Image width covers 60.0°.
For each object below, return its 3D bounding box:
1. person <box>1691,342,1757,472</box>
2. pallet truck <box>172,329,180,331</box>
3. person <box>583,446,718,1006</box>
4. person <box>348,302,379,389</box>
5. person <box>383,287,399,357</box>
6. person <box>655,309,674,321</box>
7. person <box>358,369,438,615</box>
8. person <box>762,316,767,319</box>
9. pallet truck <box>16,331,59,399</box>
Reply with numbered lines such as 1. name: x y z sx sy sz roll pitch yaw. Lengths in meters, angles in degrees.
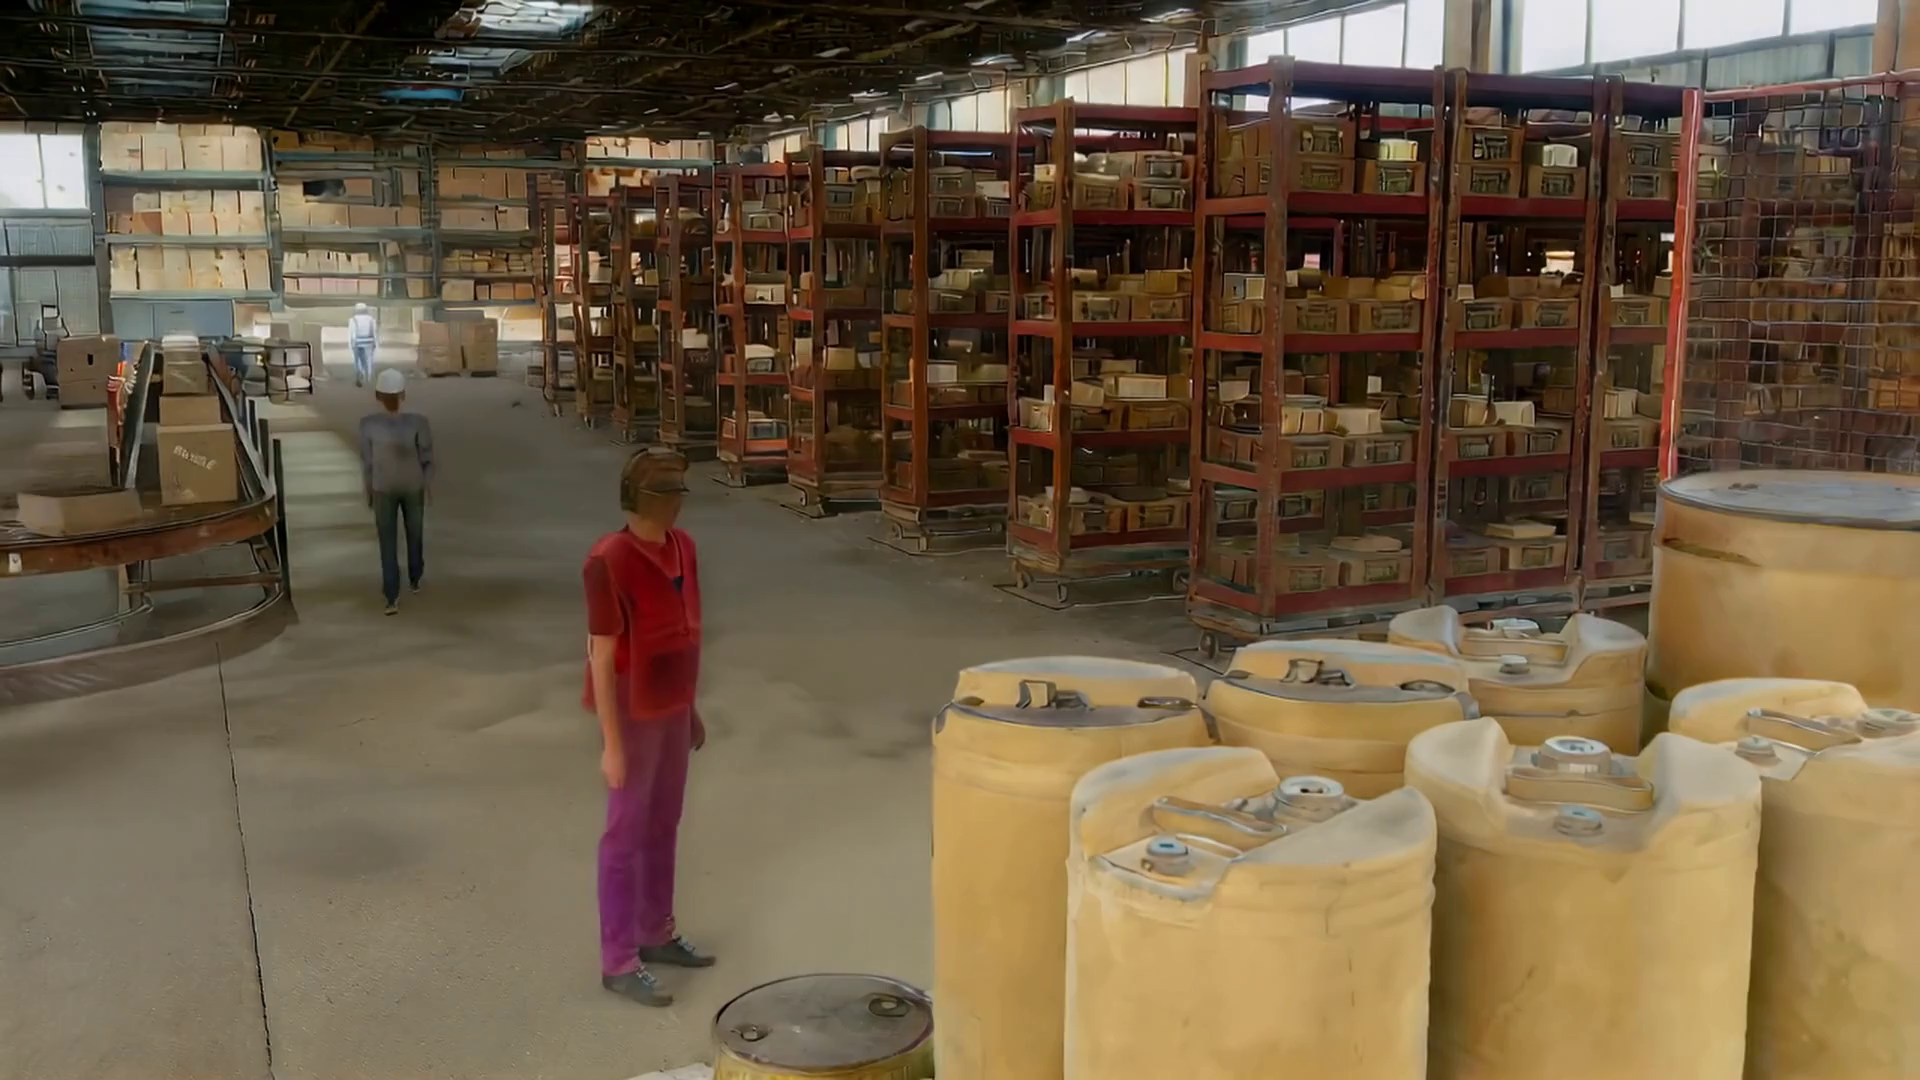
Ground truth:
1. person: 6.648 -0.872 14.400 0.626 1.944 0.924 -2 9 -13
2. pallet truck: -17.275 -3.851 35.096 1.601 1.201 0.680 0 9 1
3. person: -1.056 0.598 5.583 0.377 1.841 0.567 3 10 20
4. person: -12.364 -4.028 34.464 0.617 1.781 0.925 -5 10 -26
5. person: -16.218 -6.201 47.388 0.468 1.974 0.627 3 10 20
6. person: -8.348 -6.129 46.996 0.614 1.946 0.390 4 10 25
7. person: -4.051 -0.382 12.031 0.533 1.724 0.905 -2 9 -12
8. person: -4.684 -4.826 39.997 0.516 1.599 0.807 -3 10 -19
9. pallet truck: -17.082 -3.353 31.781 1.630 1.274 0.653 -4 10 -25
